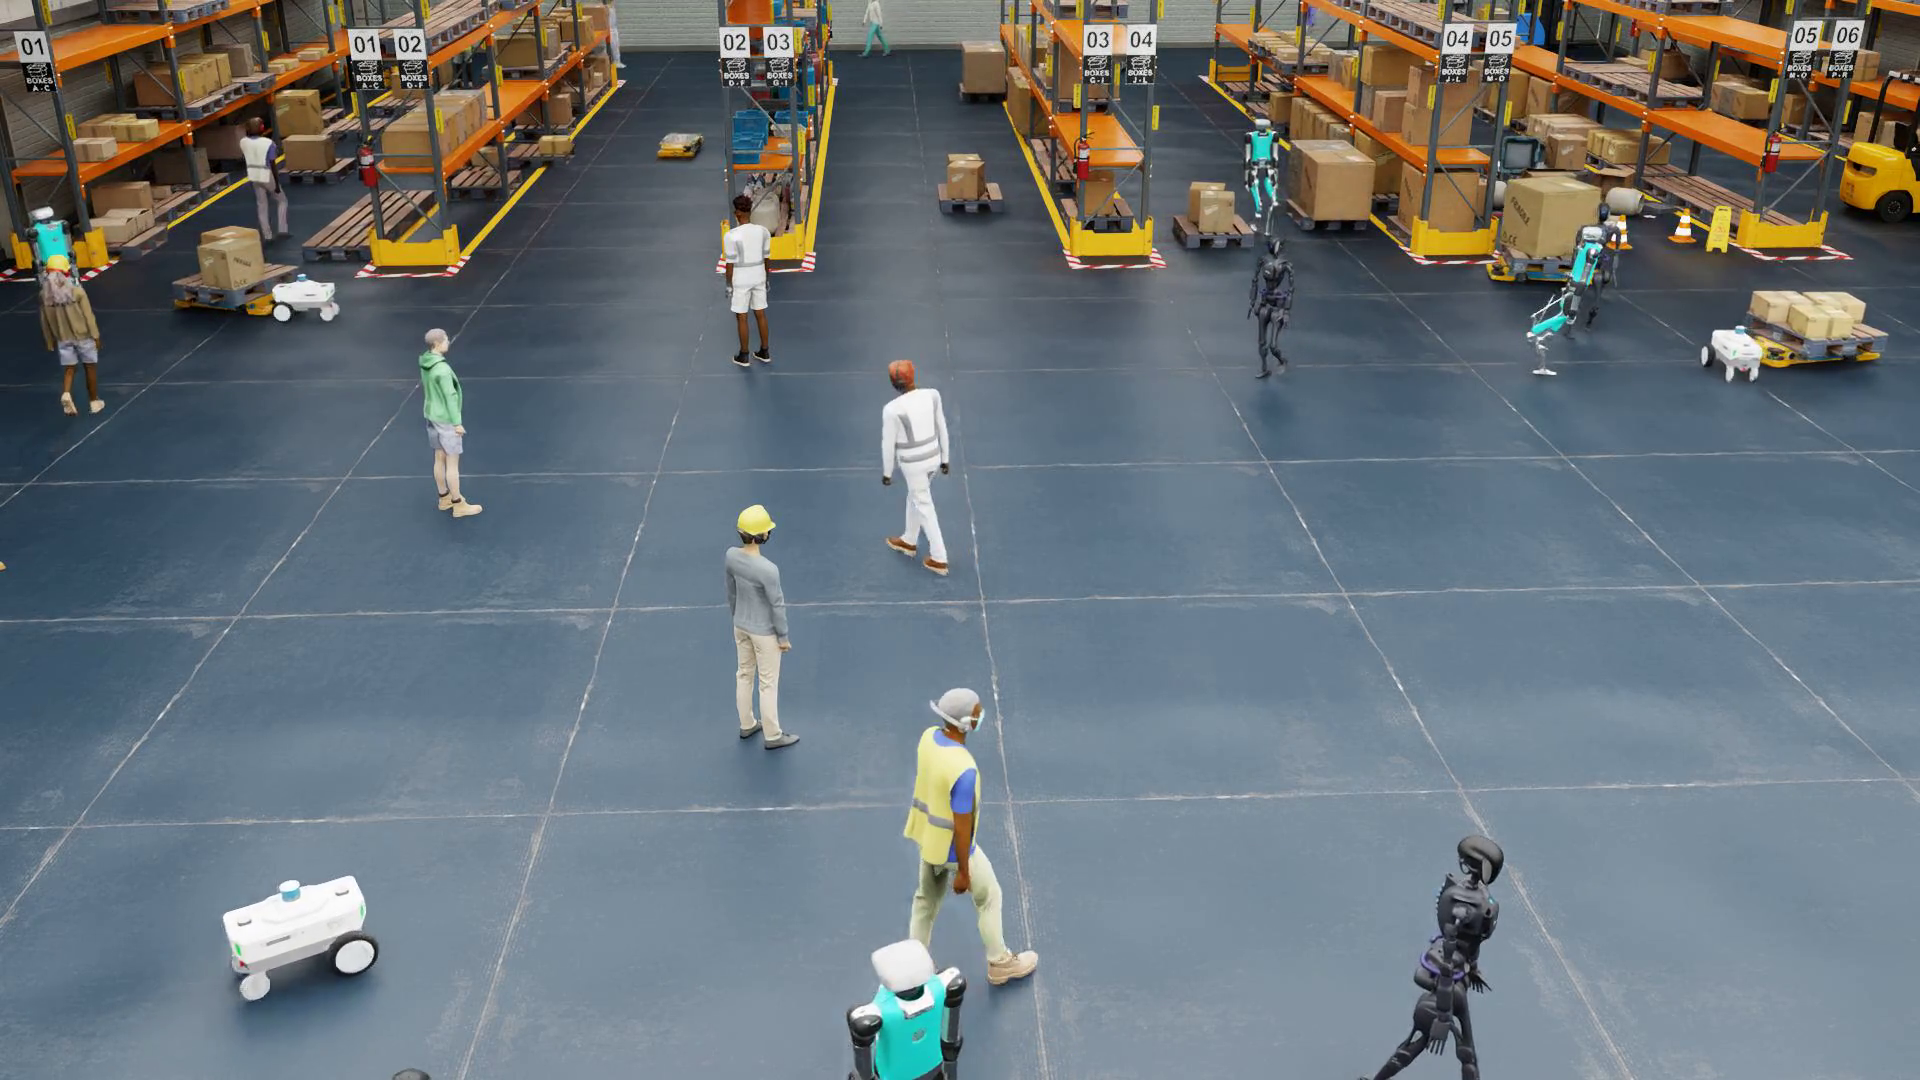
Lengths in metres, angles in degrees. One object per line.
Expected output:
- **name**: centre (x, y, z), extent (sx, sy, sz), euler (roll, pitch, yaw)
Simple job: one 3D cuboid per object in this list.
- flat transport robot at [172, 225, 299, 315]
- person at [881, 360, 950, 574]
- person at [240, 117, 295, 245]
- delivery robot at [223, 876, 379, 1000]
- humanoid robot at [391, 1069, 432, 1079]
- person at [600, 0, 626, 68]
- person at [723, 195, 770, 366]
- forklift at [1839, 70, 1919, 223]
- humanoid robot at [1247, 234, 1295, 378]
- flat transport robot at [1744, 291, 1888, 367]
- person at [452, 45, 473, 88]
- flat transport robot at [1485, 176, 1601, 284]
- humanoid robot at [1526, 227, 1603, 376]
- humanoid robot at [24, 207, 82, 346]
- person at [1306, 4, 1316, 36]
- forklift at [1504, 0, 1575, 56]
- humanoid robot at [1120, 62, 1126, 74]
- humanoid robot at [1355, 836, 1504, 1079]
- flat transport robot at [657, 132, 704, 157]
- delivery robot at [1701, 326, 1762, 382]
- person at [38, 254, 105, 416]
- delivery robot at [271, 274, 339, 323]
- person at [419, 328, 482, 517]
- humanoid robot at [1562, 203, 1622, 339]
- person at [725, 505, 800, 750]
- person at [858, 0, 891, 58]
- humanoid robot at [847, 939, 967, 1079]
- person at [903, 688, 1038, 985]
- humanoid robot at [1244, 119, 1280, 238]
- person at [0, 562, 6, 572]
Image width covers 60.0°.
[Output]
- **flat transport robot**: centre (-9.340, -3.131, 21.507), extent (1.431, 0.231, 0.659), euler (8, 25, 18)
- **person**: centre (-0.410, -0.640, 13.978), extent (0.831, 1.836, 0.600), euler (20, 31, 38)
- **person**: centre (-10.184, -5.296, 24.459), extent (0.583, 1.816, 0.655), euler (4, 24, 10)
- **delivery robot**: centre (-3.670, 2.165, 9.253), extent (0.791, 0.592, 0.499), euler (-14, 28, -29)
- **humanoid robot**: centre (-2.082, 2.766, 6.516), extent (0.608, 1.646, 0.311), euler (5, 24, 11)
- **person**: centre (-8.506, -12.440, 40.471), extent (0.566, 1.847, 0.545), euler (6, 25, 14)
- **person**: centre (-2.433, -2.977, 19.095), extent (0.596, 1.958, 0.377), euler (-19, 30, -36)
- **forklift**: centre (15.132, -6.143, 25.915), extent (2.313, 2.155, 1.214), euler (-1, 24, -2)
- **humanoid robot**: centre (3.507, -2.621, 18.617), extent (0.399, 1.647, 0.589), euler (-22, 32, -40)
- **flat transport robot**: centre (9.971, -2.249, 19.526), extent (1.431, 0.231, 0.659), euler (-5, 25, -12)
- **person**: centre (-11.265, -11.058, 37.616), extent (0.558, 1.690, 0.336), euler (-17, 29, -33)
- **flat transport robot**: centre (7.984, -3.697, 22.780), extent (1.431, 0.231, 0.659), euler (4, 24, 8)
- **humanoid robot**: centre (6.657, -2.578, 18.615), extent (0.790, 1.884, 0.532), euler (5, 25, 11)
- **humanoid robot**: centre (-10.677, -3.035, 19.479), extent (0.861, 1.768, 0.552), euler (13, 27, 27)
- **person**: centre (8.663, -12.797, 41.364), extent (0.678, 1.784, 0.613), euler (-4, 24, -8)
- **forklift**: centre (14.700, -13.805, 42.301), extent (1.873, 2.768, 1.129), euler (-1, 24, -2)
- **humanoid robot**: centre (3.708, -12.032, 39.715), extent (0.543, 1.759, 0.968), euler (-15, 28, -30)
- **humanoid robot**: centre (2.366, 2.138, 7.996), extent (0.784, 1.622, 0.601), euler (13, 27, 28)
- **flat transport robot**: centre (-5.213, -7.386, 31.069), extent (0.659, 0.231, 1.431), euler (0, 24, 0)
- **delivery robot**: centre (8.825, -2.148, 18.952), extent (0.499, 0.599, 0.774), euler (1, 24, 3)
- **person**: centre (-9.311, -2.124, 17.427), extent (0.548, 1.745, 0.599), euler (-3, 24, -6)
- **delivery robot**: centre (-8.278, -3.039, 20.968), extent (0.812, 0.609, 0.499), euler (-2, 24, -4)
- **person**: centre (-4.664, -1.065, 15.052), extent (0.336, 1.743, 0.473), euler (-20, 31, -37)
- **humanoid robot**: centre (7.663, -3.266, 20.136), extent (0.588, 1.641, 0.547), euler (2, 24, 5)
- **person**: centre (-1.361, 0.590, 11.305), extent (0.524, 1.768, 0.307), euler (20, 31, 37)
- **person**: centre (-2.162, -13.120, 42.174), extent (0.950, 1.709, 0.513), euler (-9, 26, -20)
- **humanoid robot**: centre (-0.330, 2.396, 7.304), extent (0.553, 1.771, 0.865), euler (-14, 28, -28)
- **person**: centre (0.058, 1.598, 8.935), extent (0.852, 1.865, 0.524), euler (-14, 28, -29)
- **humanoid robot**: centre (4.489, -5.271, 24.564), extent (0.543, 1.764, 1.029), euler (-1, 24, -3)
- **person**: centre (-8.357, -0.568, 13.766), extent (0.376, 1.890, 0.569), euler (15, 28, 30)
